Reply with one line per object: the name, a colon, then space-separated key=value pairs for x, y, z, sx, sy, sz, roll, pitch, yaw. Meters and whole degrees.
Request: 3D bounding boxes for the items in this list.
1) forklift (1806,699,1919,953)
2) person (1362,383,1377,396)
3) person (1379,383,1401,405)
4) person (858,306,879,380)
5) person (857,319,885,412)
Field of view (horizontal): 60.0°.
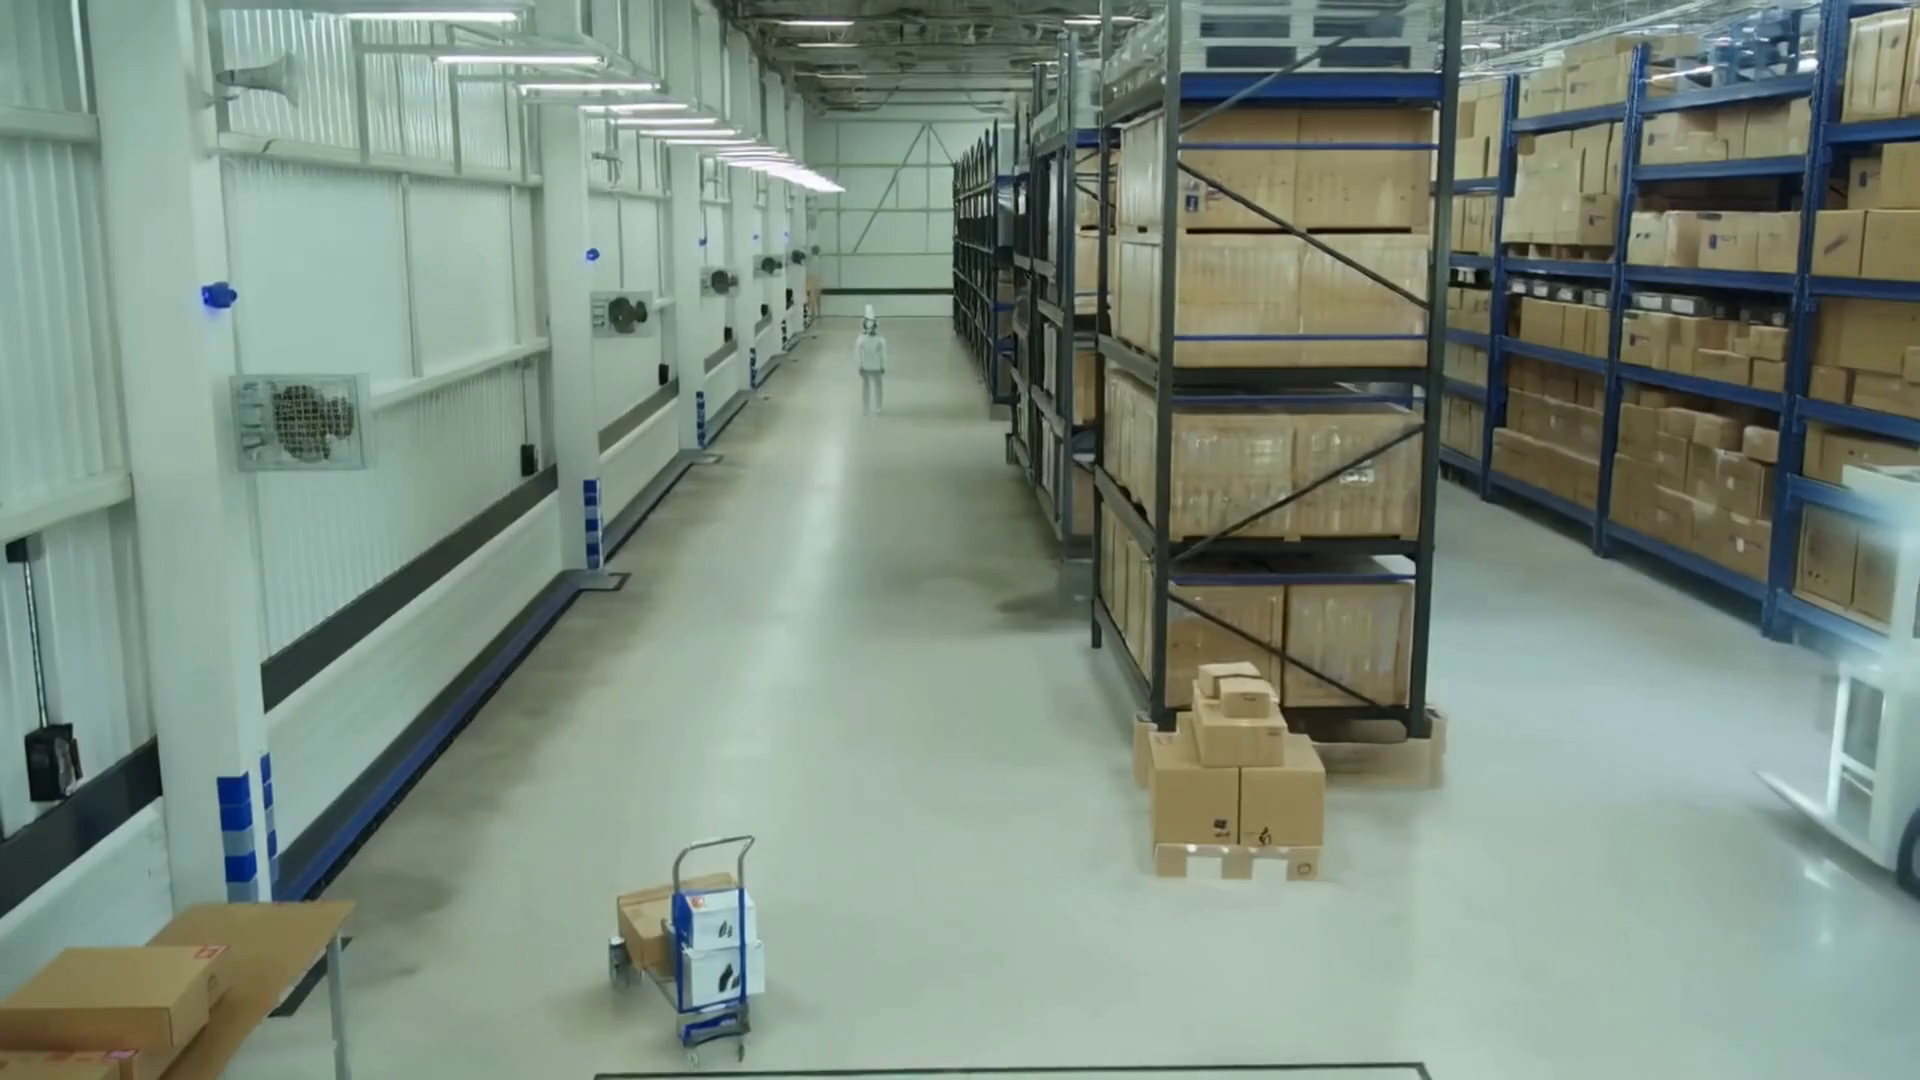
forklift: x=5.826 y=0.905 z=9.142 sx=1.129 sy=2.768 sz=1.873 roll=0 pitch=11 yaw=-2
person: x=8.119 y=-3.097 z=33.293 sx=0.765 sy=1.608 sz=0.505 roll=0 pitch=11 yaw=2
person: x=7.855 y=-2.700 z=30.462 sx=0.433 sy=1.891 sz=0.678 roll=3 pitch=11 yaw=16
person: x=-2.345 y=-5.058 z=42.711 sx=0.591 sy=1.910 sz=0.392 roll=-6 pitch=12 yaw=-27
person: x=-1.904 y=-3.716 z=35.523 sx=0.616 sy=1.988 sz=0.402 roll=0 pitch=11 yaw=2
